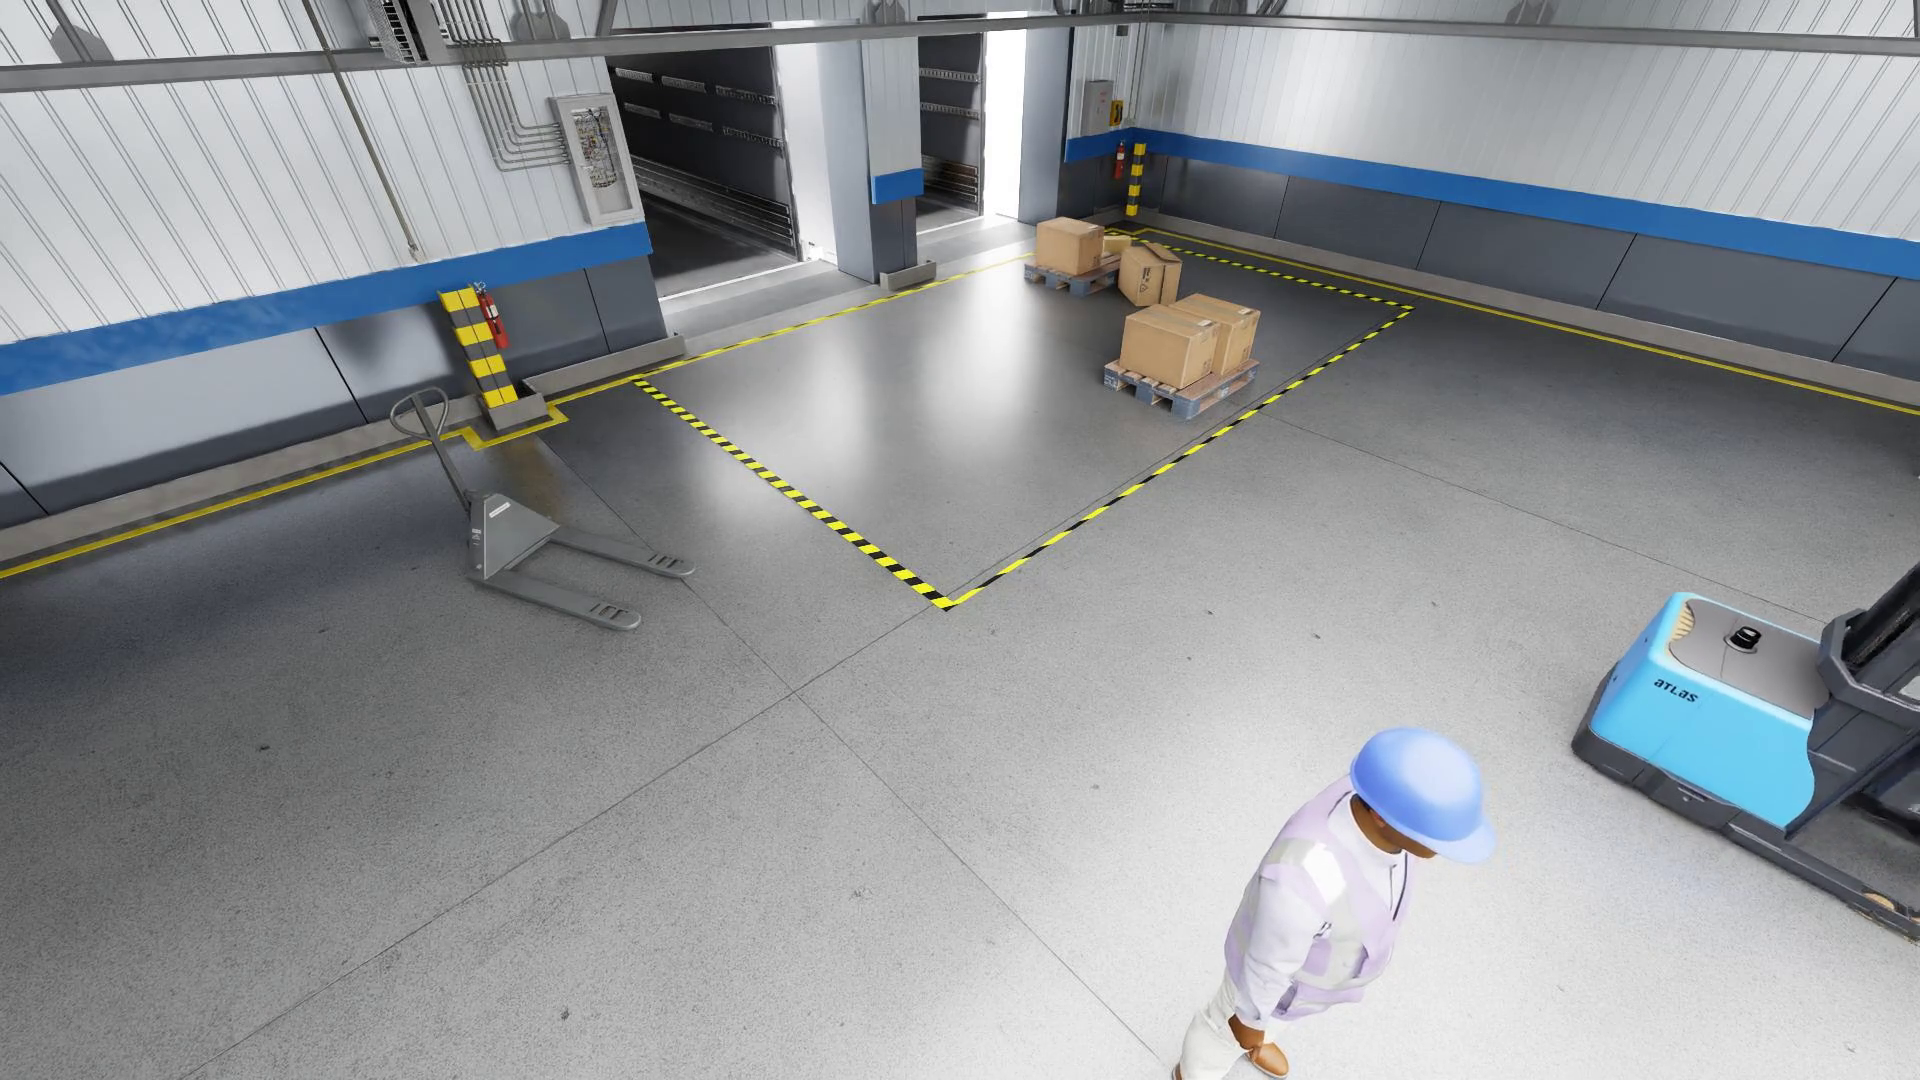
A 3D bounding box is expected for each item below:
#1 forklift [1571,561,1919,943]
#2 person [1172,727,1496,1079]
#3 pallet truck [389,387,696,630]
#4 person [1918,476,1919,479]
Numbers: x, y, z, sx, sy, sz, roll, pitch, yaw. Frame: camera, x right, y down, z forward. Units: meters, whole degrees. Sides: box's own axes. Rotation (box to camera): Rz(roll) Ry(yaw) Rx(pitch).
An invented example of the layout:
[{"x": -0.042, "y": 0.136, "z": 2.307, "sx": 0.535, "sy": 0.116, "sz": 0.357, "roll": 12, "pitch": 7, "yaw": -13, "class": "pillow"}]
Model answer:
[{"x": 3.704, "y": 0.378, "z": 3.129, "sx": 0.716, "sy": 2.013, "sz": 0.776, "roll": -30, "pitch": 47, "yaw": -33, "class": "forklift"}, {"x": 0.987, "y": 1.200, "z": 2.140, "sx": 0.601, "sy": 1.949, "sz": 0.388, "roll": -27, "pitch": 45, "yaw": -31, "class": "person"}, {"x": -2.613, "y": -0.247, "z": 4.593, "sx": 1.601, "sy": 1.201, "sz": 0.680, "roll": 14, "pitch": 40, "yaw": 17, "class": "pallet truck"}, {"x": 7.872, "y": -1.116, "z": 5.305, "sx": 0.485, "sy": 1.744, "sz": 0.293, "roll": -1, "pitch": 38, "yaw": -1, "class": "person"}]
